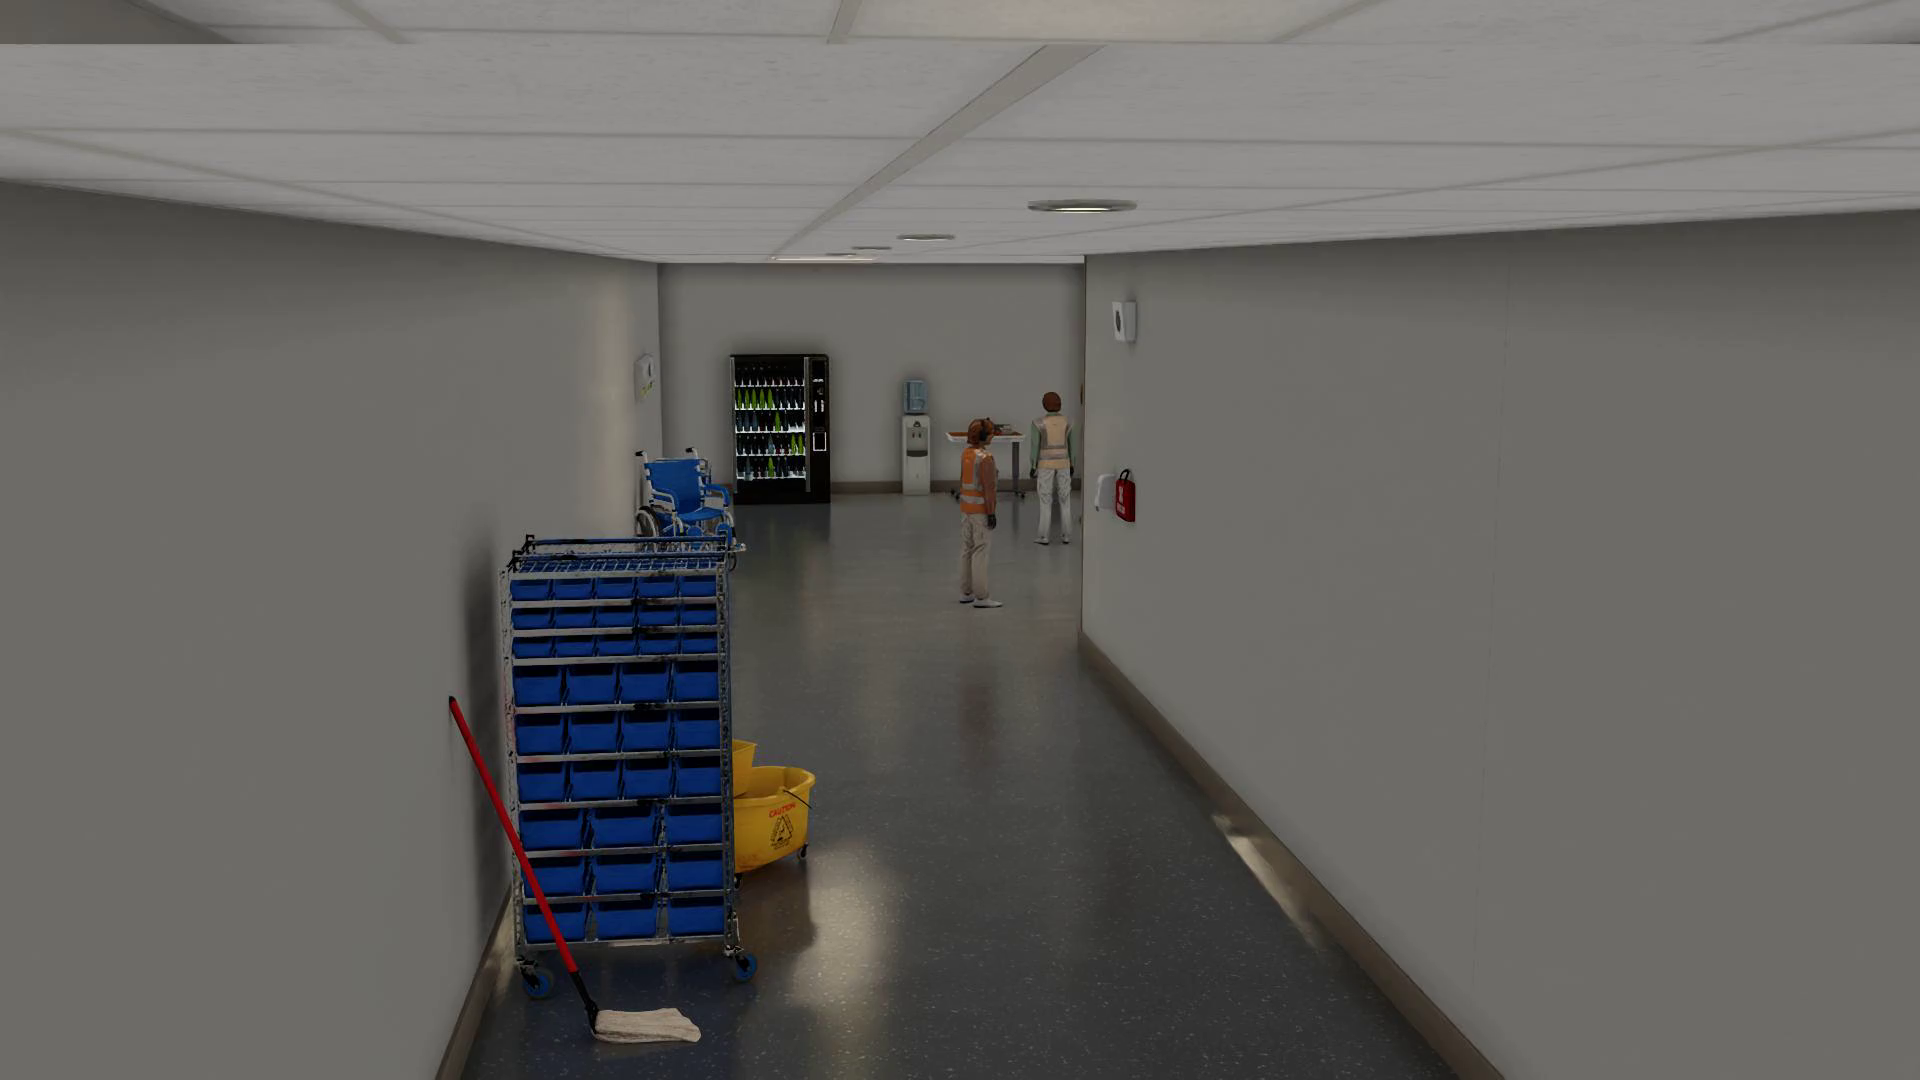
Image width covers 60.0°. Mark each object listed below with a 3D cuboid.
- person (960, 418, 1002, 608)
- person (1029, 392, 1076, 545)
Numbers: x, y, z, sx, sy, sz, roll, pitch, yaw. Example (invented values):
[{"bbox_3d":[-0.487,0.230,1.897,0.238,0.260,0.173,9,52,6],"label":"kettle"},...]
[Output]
[{"bbox_3d":[0.163,-0.235,14.436,0.310,1.638,0.523,-5,10,-27],"label":"person"},{"bbox_3d":[0.990,-0.764,17.739,0.514,1.640,0.310,-3,9,-16],"label":"person"}]
